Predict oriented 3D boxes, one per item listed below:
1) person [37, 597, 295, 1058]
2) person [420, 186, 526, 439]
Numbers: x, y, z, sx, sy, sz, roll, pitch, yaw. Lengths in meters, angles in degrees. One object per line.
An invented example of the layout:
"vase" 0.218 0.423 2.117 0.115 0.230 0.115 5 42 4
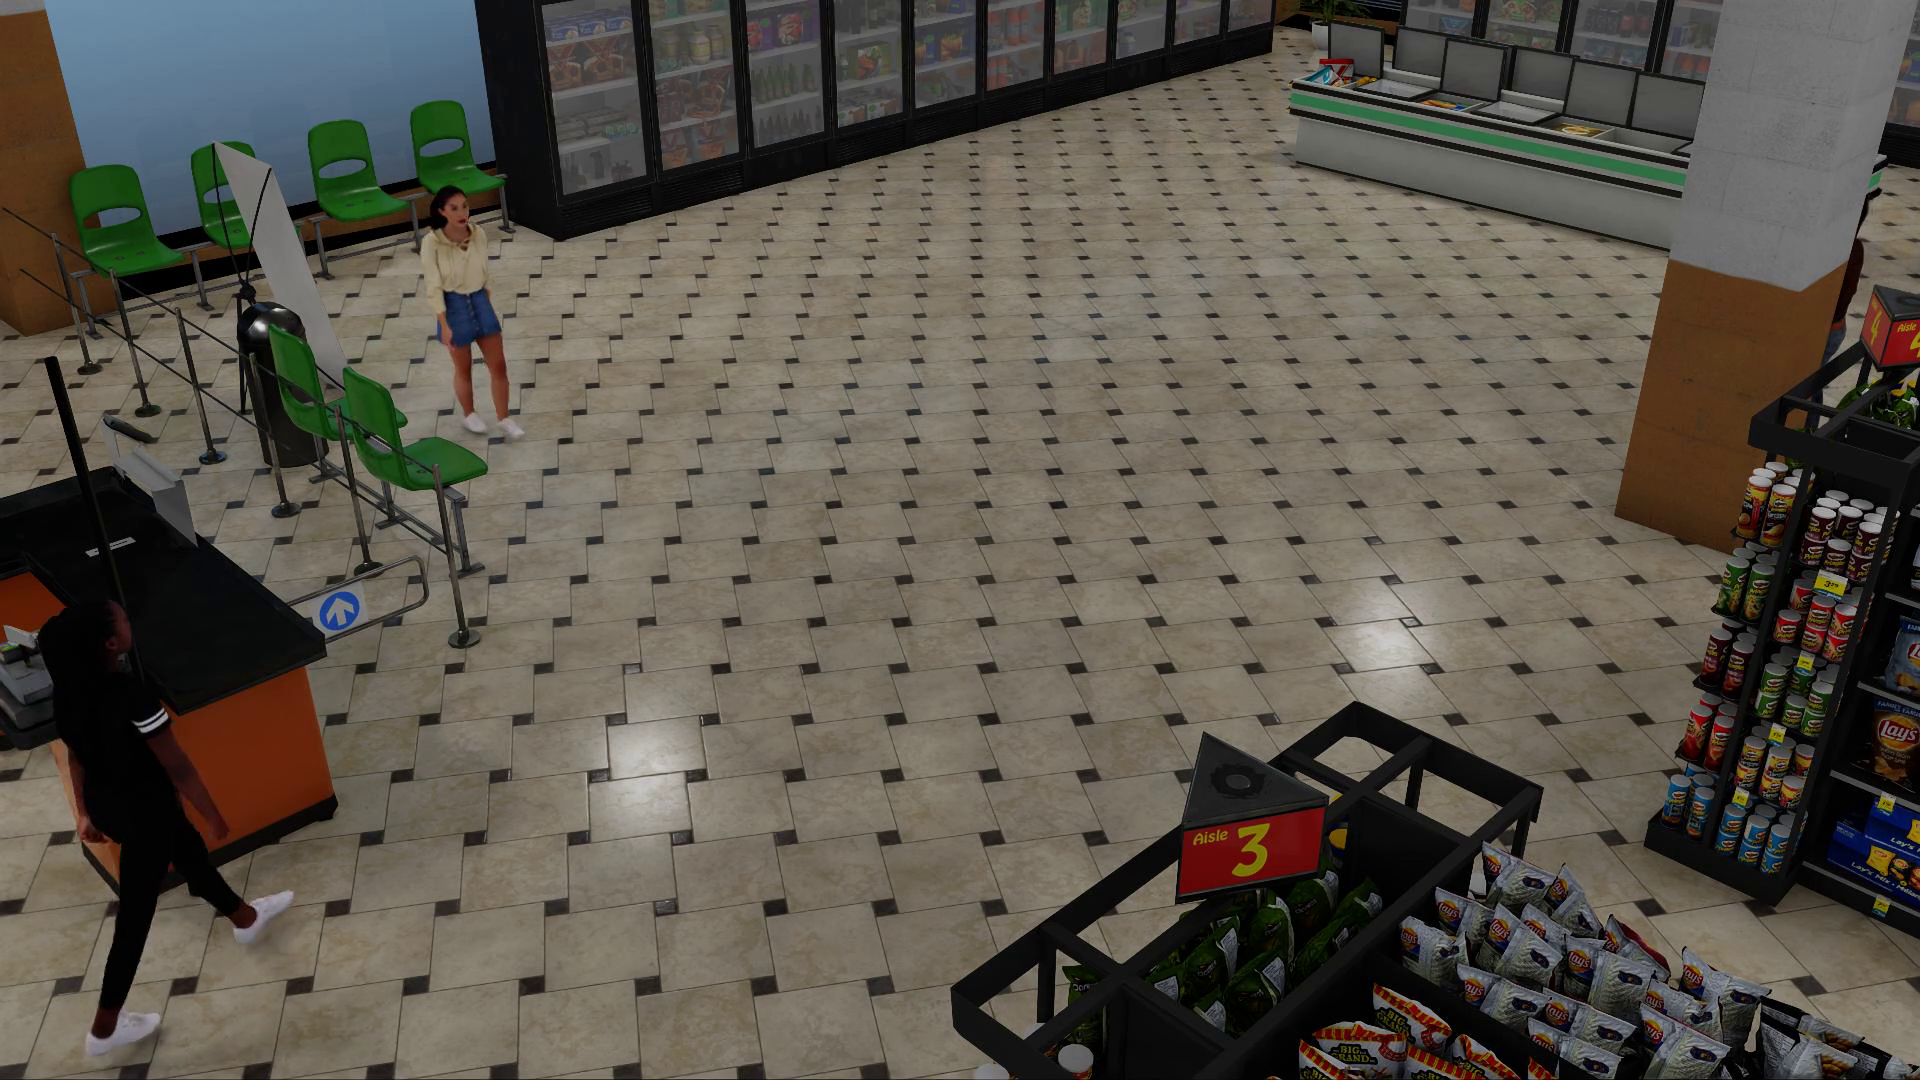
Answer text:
"person" -2.929 1.026 5.810 1.190 1.679 0.910 15 32 26
"person" -3.126 -1.412 10.345 0.656 1.613 0.747 -23 36 -35
